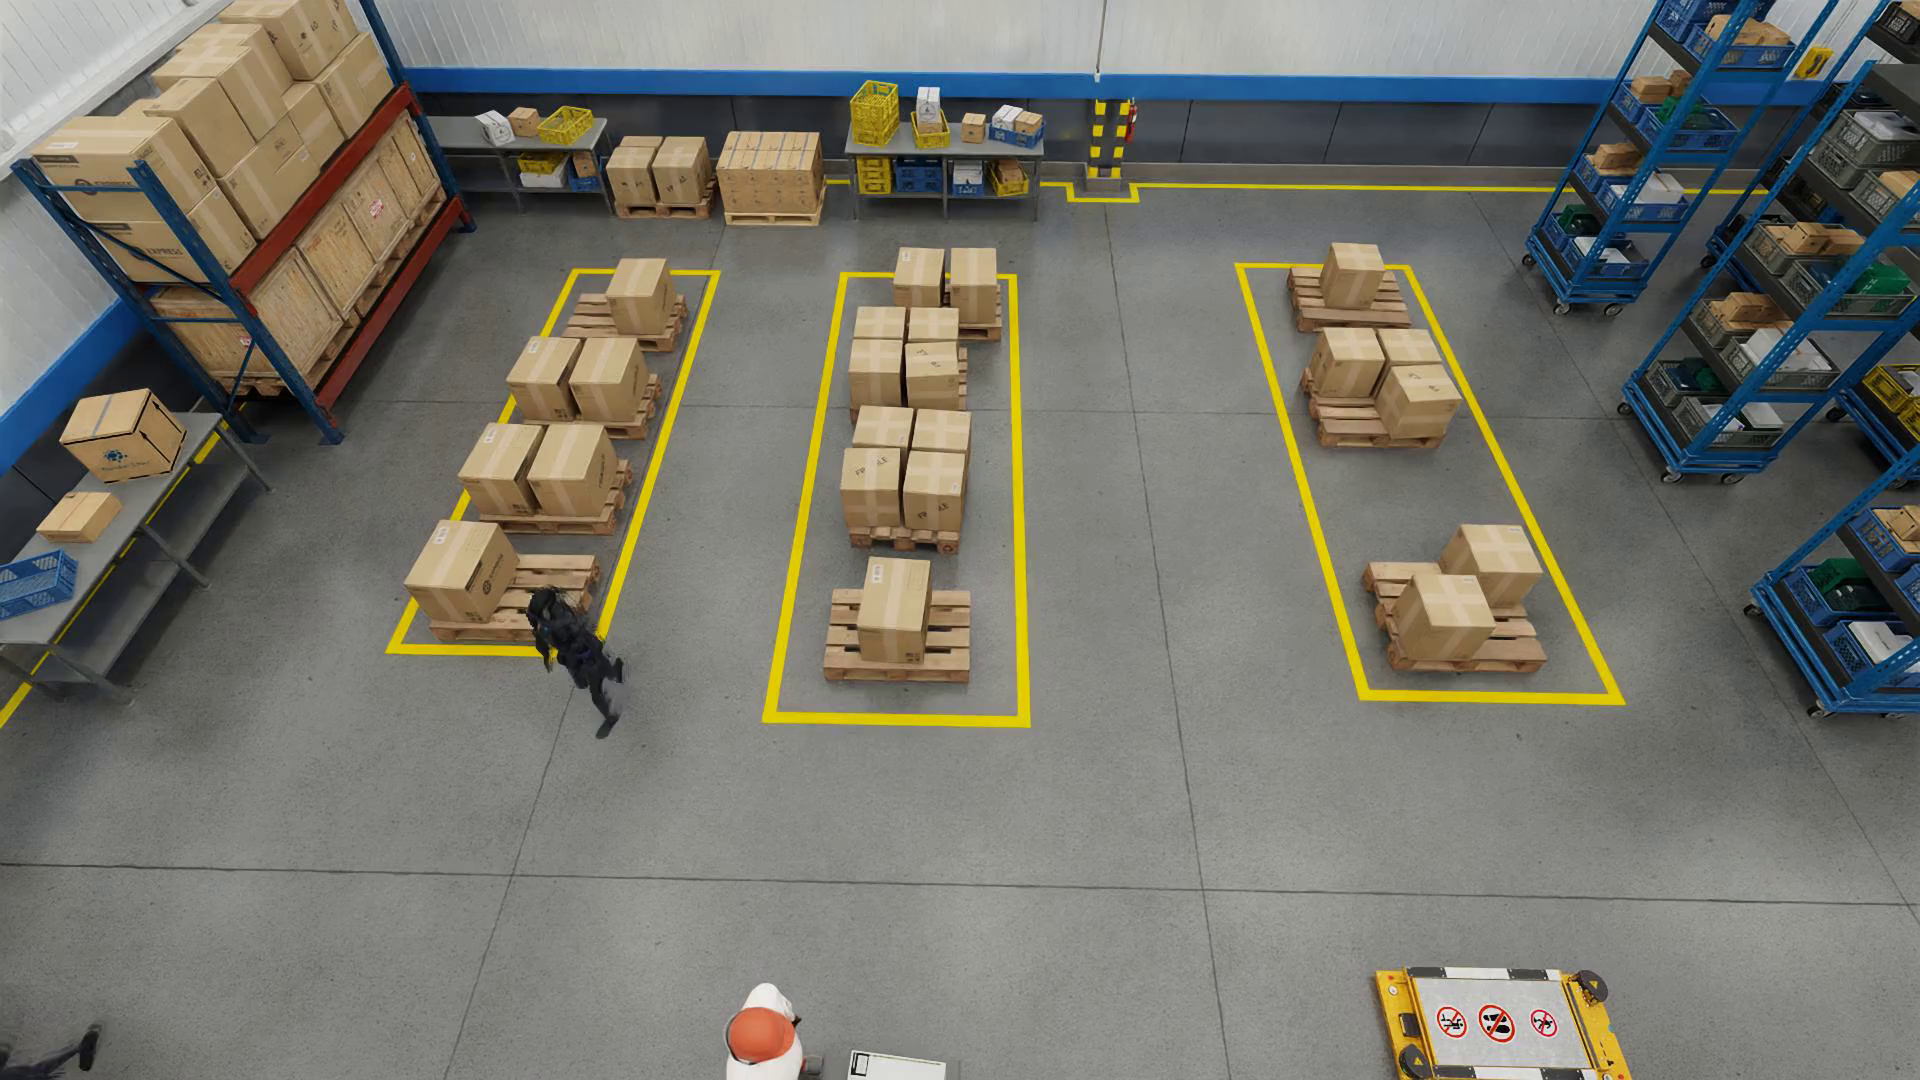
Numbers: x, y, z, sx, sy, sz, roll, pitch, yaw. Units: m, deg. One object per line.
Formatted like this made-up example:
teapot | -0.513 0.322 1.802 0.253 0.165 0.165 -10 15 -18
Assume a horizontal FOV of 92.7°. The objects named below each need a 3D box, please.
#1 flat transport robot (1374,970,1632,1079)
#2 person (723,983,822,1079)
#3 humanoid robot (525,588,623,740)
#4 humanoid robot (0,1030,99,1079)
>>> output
flat transport robot | 3.501 3.133 5.914 1.431 0.197 0.652 1 51 1
person | -0.994 2.889 5.026 0.405 1.986 0.614 3 51 3
humanoid robot | -2.852 0.846 6.892 0.617 1.641 0.551 19 53 15
humanoid robot | -5.534 3.023 5.145 0.603 1.629 0.758 2 51 2
